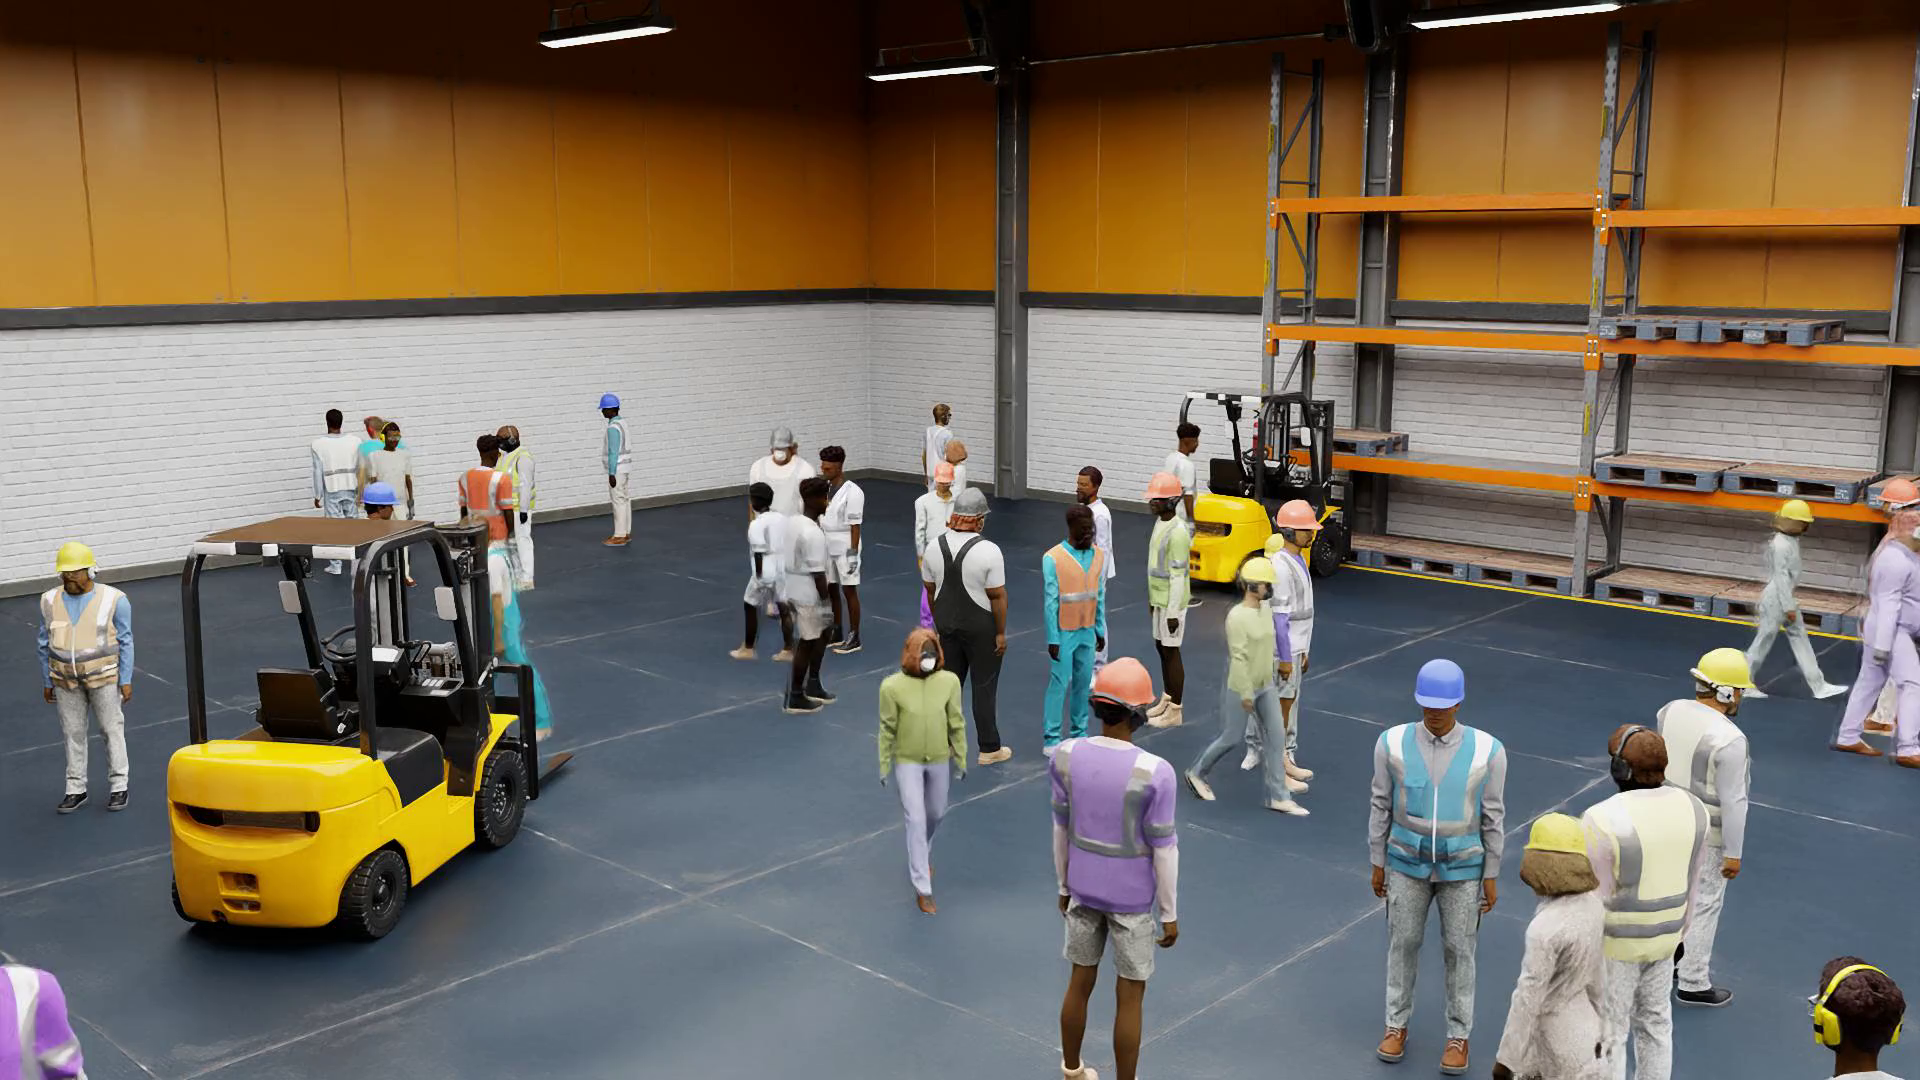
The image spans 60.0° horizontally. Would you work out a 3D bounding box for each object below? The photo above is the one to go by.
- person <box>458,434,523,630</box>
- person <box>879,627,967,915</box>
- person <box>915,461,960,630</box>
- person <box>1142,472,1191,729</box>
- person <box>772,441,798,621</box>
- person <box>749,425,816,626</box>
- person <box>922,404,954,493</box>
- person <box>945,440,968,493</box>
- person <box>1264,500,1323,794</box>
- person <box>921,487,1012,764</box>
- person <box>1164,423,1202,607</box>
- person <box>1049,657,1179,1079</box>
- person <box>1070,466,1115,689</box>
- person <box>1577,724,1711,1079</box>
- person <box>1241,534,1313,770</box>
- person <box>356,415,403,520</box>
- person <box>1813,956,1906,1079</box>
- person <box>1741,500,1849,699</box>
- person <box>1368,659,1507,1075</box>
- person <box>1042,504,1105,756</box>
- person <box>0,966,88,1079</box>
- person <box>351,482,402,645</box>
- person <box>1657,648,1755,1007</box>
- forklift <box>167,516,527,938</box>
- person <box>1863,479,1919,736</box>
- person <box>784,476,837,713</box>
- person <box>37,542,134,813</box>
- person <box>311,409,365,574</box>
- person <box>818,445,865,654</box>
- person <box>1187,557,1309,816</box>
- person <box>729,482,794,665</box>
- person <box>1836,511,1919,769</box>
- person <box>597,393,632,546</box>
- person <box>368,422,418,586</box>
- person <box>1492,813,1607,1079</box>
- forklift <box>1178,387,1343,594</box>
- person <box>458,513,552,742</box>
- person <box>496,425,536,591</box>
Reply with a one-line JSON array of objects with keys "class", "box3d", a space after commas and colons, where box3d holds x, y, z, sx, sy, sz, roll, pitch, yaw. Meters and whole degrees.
[{"class": "person", "box3d": [-4.611, -0.065, 16.330, 0.613, 1.962, 0.367, 4, 11, 22]}, {"class": "person", "box3d": [-0.220, 1.283, 9.680, 0.515, 1.609, 0.743, -4, 11, -21]}, {"class": "person", "box3d": [-0.155, 0.113, 15.926, 0.564, 1.748, 0.339, -4, 11, -22]}, {"class": "person", "box3d": [1.607, 0.475, 13.077, 0.397, 2.039, 0.610, -1, 10, -6]}, {"class": "person", "box3d": [-1.808, -0.109, 16.938, 0.374, 1.837, 0.575, 0, 10, 1]}, {"class": "person", "box3d": [-1.775, -0.147, 16.580, 0.707, 2.000, 0.536, 1, 10, 7]}, {"class": "person", "box3d": [-0.250, -0.778, 20.729, 0.328, 1.844, 0.511, -9, 14, -43]}, {"class": "person", "box3d": [-0.046, -0.310, 18.668, 0.283, 1.632, 0.504, 0, 10, 0]}, {"class": "person", "box3d": [2.312, 0.730, 11.584, 0.375, 2.044, 0.607, 4, 11, 19]}, {"class": "person", "box3d": [0.093, 0.616, 12.238, 0.679, 2.000, 0.537, 7, 12, 33]}, {"class": "person", "box3d": [2.335, -0.263, 17.510, 0.400, 1.960, 0.639, -2, 10, -14]}, {"class": "person", "box3d": [0.678, 1.506, 7.189, 0.607, 2.034, 0.396, 7, 12, 36]}, {"class": "person", "box3d": [1.123, 0.316, 14.286, 0.380, 1.921, 0.596, -3, 10, -14]}, {"class": "person", "box3d": [2.749, 1.657, 6.877, 0.636, 1.840, 0.429, -4, 11, -23]}, {"class": "person", "box3d": [2.271, 0.813, 11.961, 0.492, 1.742, 0.318, 3, 10, 15]}, {"class": "person", "box3d": [-6.775, -0.551, 19.495, 0.423, 1.822, 0.574, 7, 12, 35]}, {"class": "person", "box3d": [2.400, 2.055, 4.572, 0.512, 1.859, 0.325, -2, 10, -11]}, {"class": "person", "box3d": [6.924, 0.518, 13.778, 0.863, 1.694, 0.504, 7, 12, 37]}, {"class": "person", "box3d": [2.171, 1.481, 7.621, 0.601, 1.939, 0.410, 4, 11, 20]}, {"class": "person", "box3d": [0.838, 0.673, 12.299, 0.586, 1.909, 0.390, -9, 13, -40]}, {"class": "person", "box3d": [-2.978, 1.940, 5.135, 0.617, 1.893, 0.633, -7, 12, -35]}, {"class": "person", "box3d": [-4.598, 0.503, 13.192, 0.416, 1.938, 0.614, -8, 13, -40]}, {"class": "person", "box3d": [3.699, 1.422, 8.286, 0.403, 1.820, 0.602, -2, 10, -12]}, {"class": "forklift", "box3d": [-3.583, 0.976, 9.748, 1.214, 2.155, 2.313, 2, 10, 11]}, {"class": "person", "box3d": [7.232, 0.520, 12.909, 0.611, 1.996, 0.378, -9, 13, -41]}, {"class": "person", "box3d": [-1.160, 0.443, 13.488, 0.620, 1.942, 0.650, -4, 11, -21]}, {"class": "person", "box3d": [-5.843, 0.915, 11.125, 0.591, 1.833, 0.403, -1, 10, -8]}, {"class": "person", "box3d": [-7.197, -0.562, 19.293, 0.592, 1.919, 0.392, -8, 13, -39]}, {"class": "person", "box3d": [-1.133, 0.080, 15.545, 0.375, 1.957, 0.601, -10, 14, -44]}, {"class": "person", "box3d": [1.927, 0.964, 11.156, 0.521, 1.725, 0.826, -10, 14, -43]}, {"class": "person", "box3d": [-1.813, 0.295, 15.085, 0.724, 1.668, 0.554, 6, 11, 29]}, {"class": "person", "box3d": [6.904, 0.719, 12.154, 0.825, 1.864, 0.662, 5, 11, 26]}, {"class": "person", "box3d": [-4.375, -0.893, 21.131, 0.416, 1.939, 0.605, 0, 10, -1]}, {"class": "person", "box3d": [-6.291, -0.382, 18.447, 0.510, 1.860, 0.333, -9, 14, -42]}, {"class": "person", "box3d": [2.201, 1.857, 6.203, 0.929, 1.668, 0.514, 7, 12, 36]}, {"class": "forklift", "box3d": [3.298, -0.608, 18.767, 1.214, 2.155, 2.313, 9, 13, 42]}, {"class": "person", "box3d": [-3.568, 0.687, 12.572, 0.944, 1.777, 0.652, -5, 11, -27]}, {"class": "person", "box3d": [-4.923, -0.360, 18.406, 0.429, 1.830, 0.638, -7, 12, -37]}]
